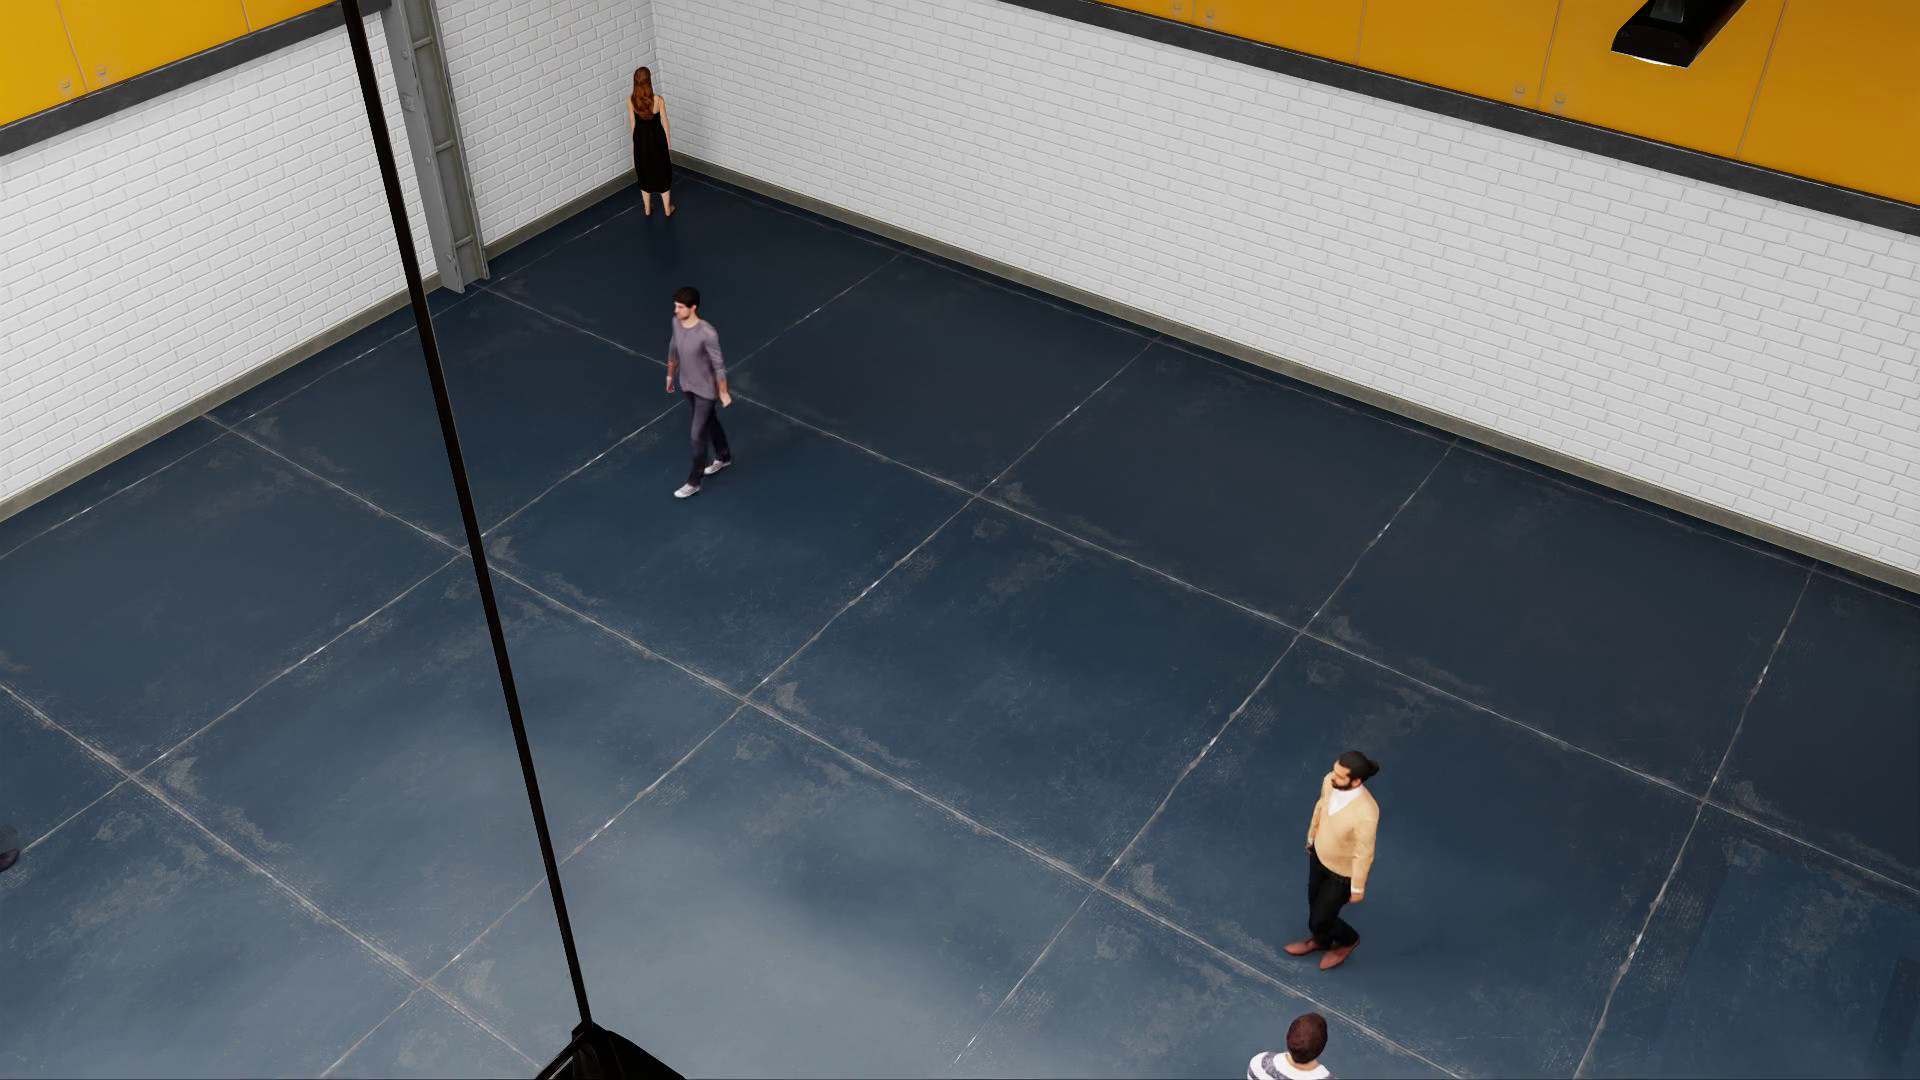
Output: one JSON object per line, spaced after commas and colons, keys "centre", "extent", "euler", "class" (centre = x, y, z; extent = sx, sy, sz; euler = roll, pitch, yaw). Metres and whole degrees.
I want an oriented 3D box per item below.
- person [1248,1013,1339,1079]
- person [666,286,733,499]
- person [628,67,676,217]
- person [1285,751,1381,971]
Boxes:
{"centre": [1.628, 2.979, 8.294], "extent": [0.695, 1.854, 0.612], "euler": [14, 41, 17], "class": "person"}
{"centre": [-2.063, -1.299, 13.670], "extent": [0.993, 1.829, 0.813], "euler": [-32, 48, -33], "class": "person"}
{"centre": [-3.254, -4.168, 17.429], "extent": [0.668, 1.623, 0.717], "euler": [-2, 39, -2], "class": "person"}
{"centre": [2.288, 1.877, 9.763], "extent": [0.850, 1.743, 0.809], "euler": [-11, 40, -14], "class": "person"}
